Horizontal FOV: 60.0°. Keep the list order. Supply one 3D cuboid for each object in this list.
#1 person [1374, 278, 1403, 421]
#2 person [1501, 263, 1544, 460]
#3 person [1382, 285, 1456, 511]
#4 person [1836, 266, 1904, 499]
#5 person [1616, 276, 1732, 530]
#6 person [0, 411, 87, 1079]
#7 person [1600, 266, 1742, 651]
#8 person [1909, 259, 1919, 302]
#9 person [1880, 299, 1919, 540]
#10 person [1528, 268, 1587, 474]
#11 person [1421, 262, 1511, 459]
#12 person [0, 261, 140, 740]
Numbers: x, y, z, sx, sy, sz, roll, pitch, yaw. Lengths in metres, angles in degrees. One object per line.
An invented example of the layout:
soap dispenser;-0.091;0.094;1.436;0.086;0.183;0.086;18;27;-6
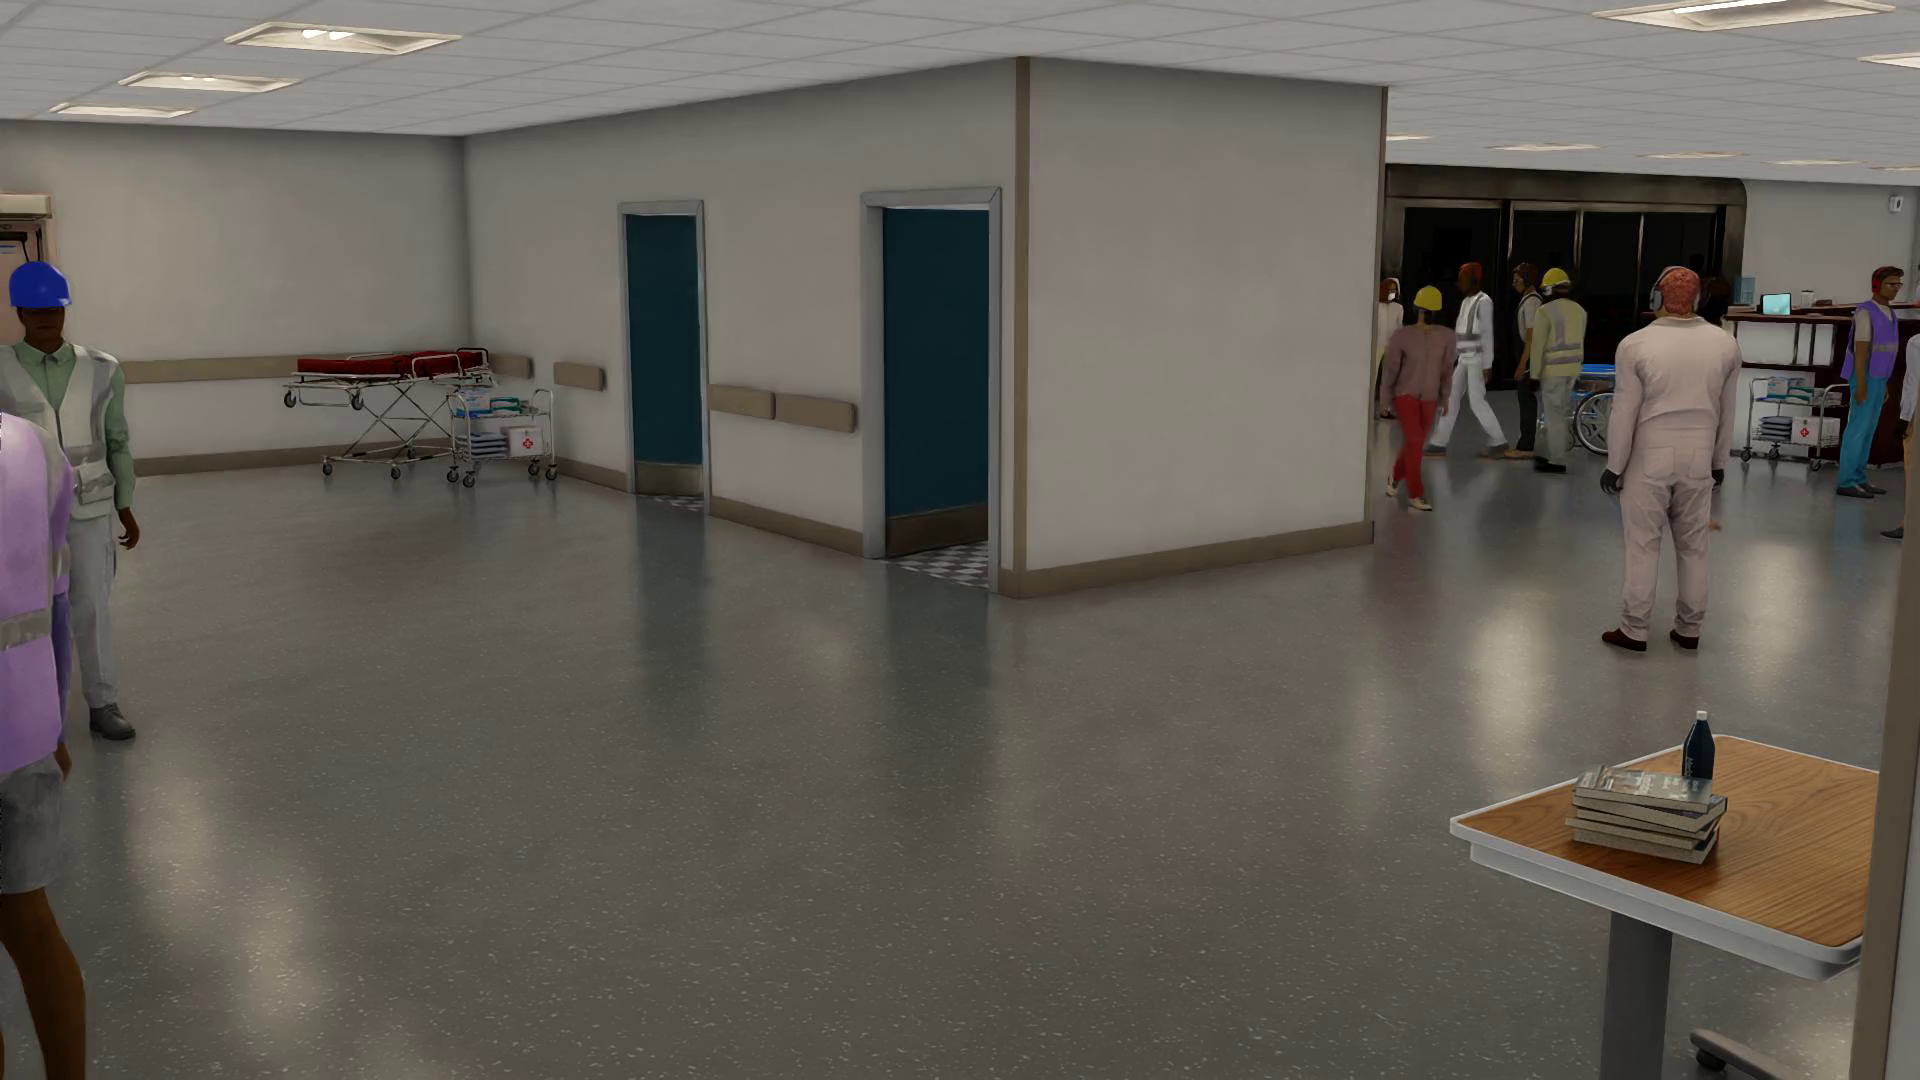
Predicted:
person;4.859;-2.180;19.073;0.504;1.627;0.285;-3;11;-18
person;5.295;-1.668;15.584;0.344;1.841;0.506;4;11;22
person;3.510;-1.127;12.918;0.526;1.712;0.865;-2;10;-9
person;7.275;-1.264;13.324;0.567;1.841;0.375;-10;14;-43
person;5.142;-0.988;11.923;0.637;1.807;0.697;-6;12;-31
person;-2.063;0.415;3.405;0.410;2.031;0.613;1;10;7
person;3.502;-0.396;8.276;0.636;1.911;0.406;-1;10;-5
person;15.108;-3.541;26.080;0.624;1.845;0.430;-9;14;-42
person;6.592;-0.867;11.342;0.572;1.751;0.329;-5;11;-25
person;5.252;-1.493;14.742;0.602;1.802;0.592;-7;12;-33
person;4.754;-1.678;15.644;0.843;1.848;0.628;0;10;0
person;-3.615;-0.128;6.657;0.604;1.949;0.398;-9;13;-41
